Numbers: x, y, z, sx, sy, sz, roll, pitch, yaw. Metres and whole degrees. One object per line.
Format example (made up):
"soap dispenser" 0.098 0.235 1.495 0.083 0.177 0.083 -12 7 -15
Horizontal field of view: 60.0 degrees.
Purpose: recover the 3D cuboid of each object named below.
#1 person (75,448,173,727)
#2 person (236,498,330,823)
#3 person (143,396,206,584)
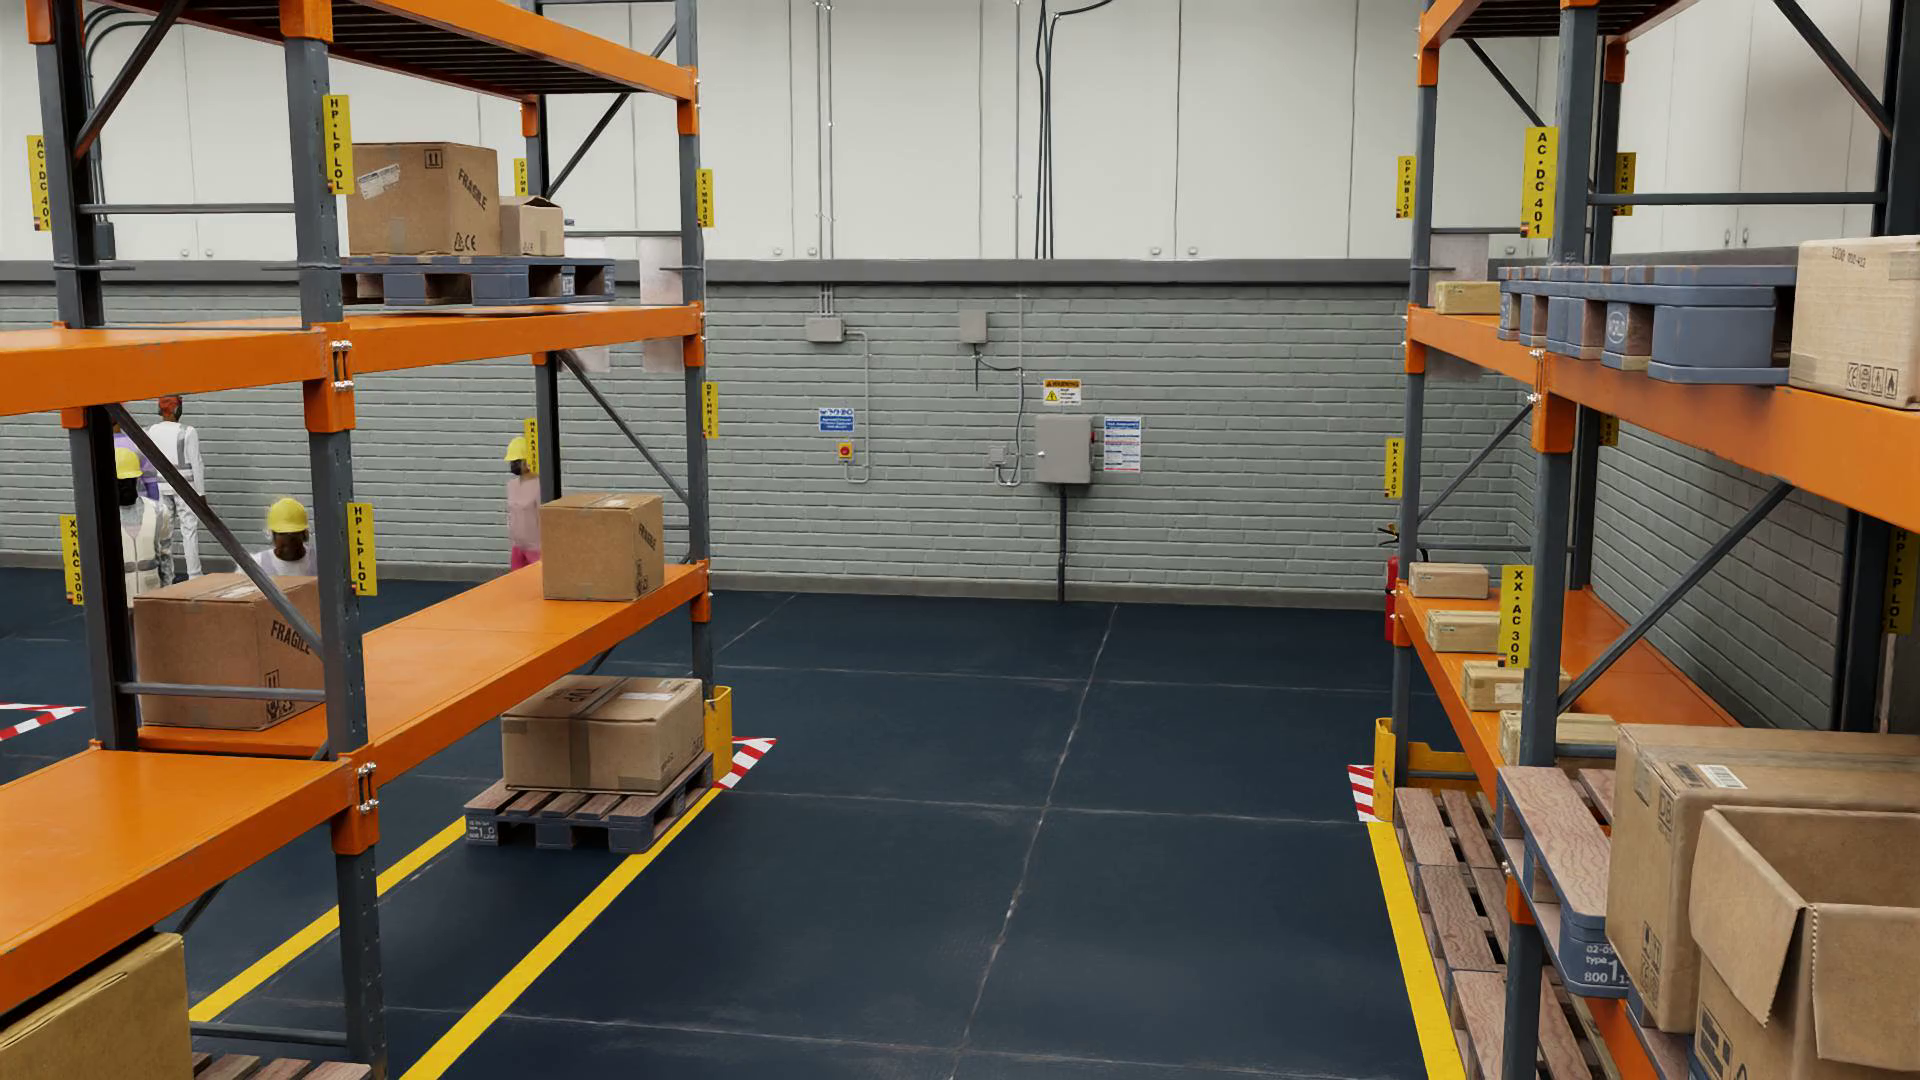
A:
"person" -5.261 0.371 10.553 0.384 1.928 0.589 8 12 40
"person" -3.756 0.639 9.362 0.616 1.786 0.940 -5 10 -27
"person" -7.457 -0.463 15.827 0.573 1.887 0.355 1 9 3
